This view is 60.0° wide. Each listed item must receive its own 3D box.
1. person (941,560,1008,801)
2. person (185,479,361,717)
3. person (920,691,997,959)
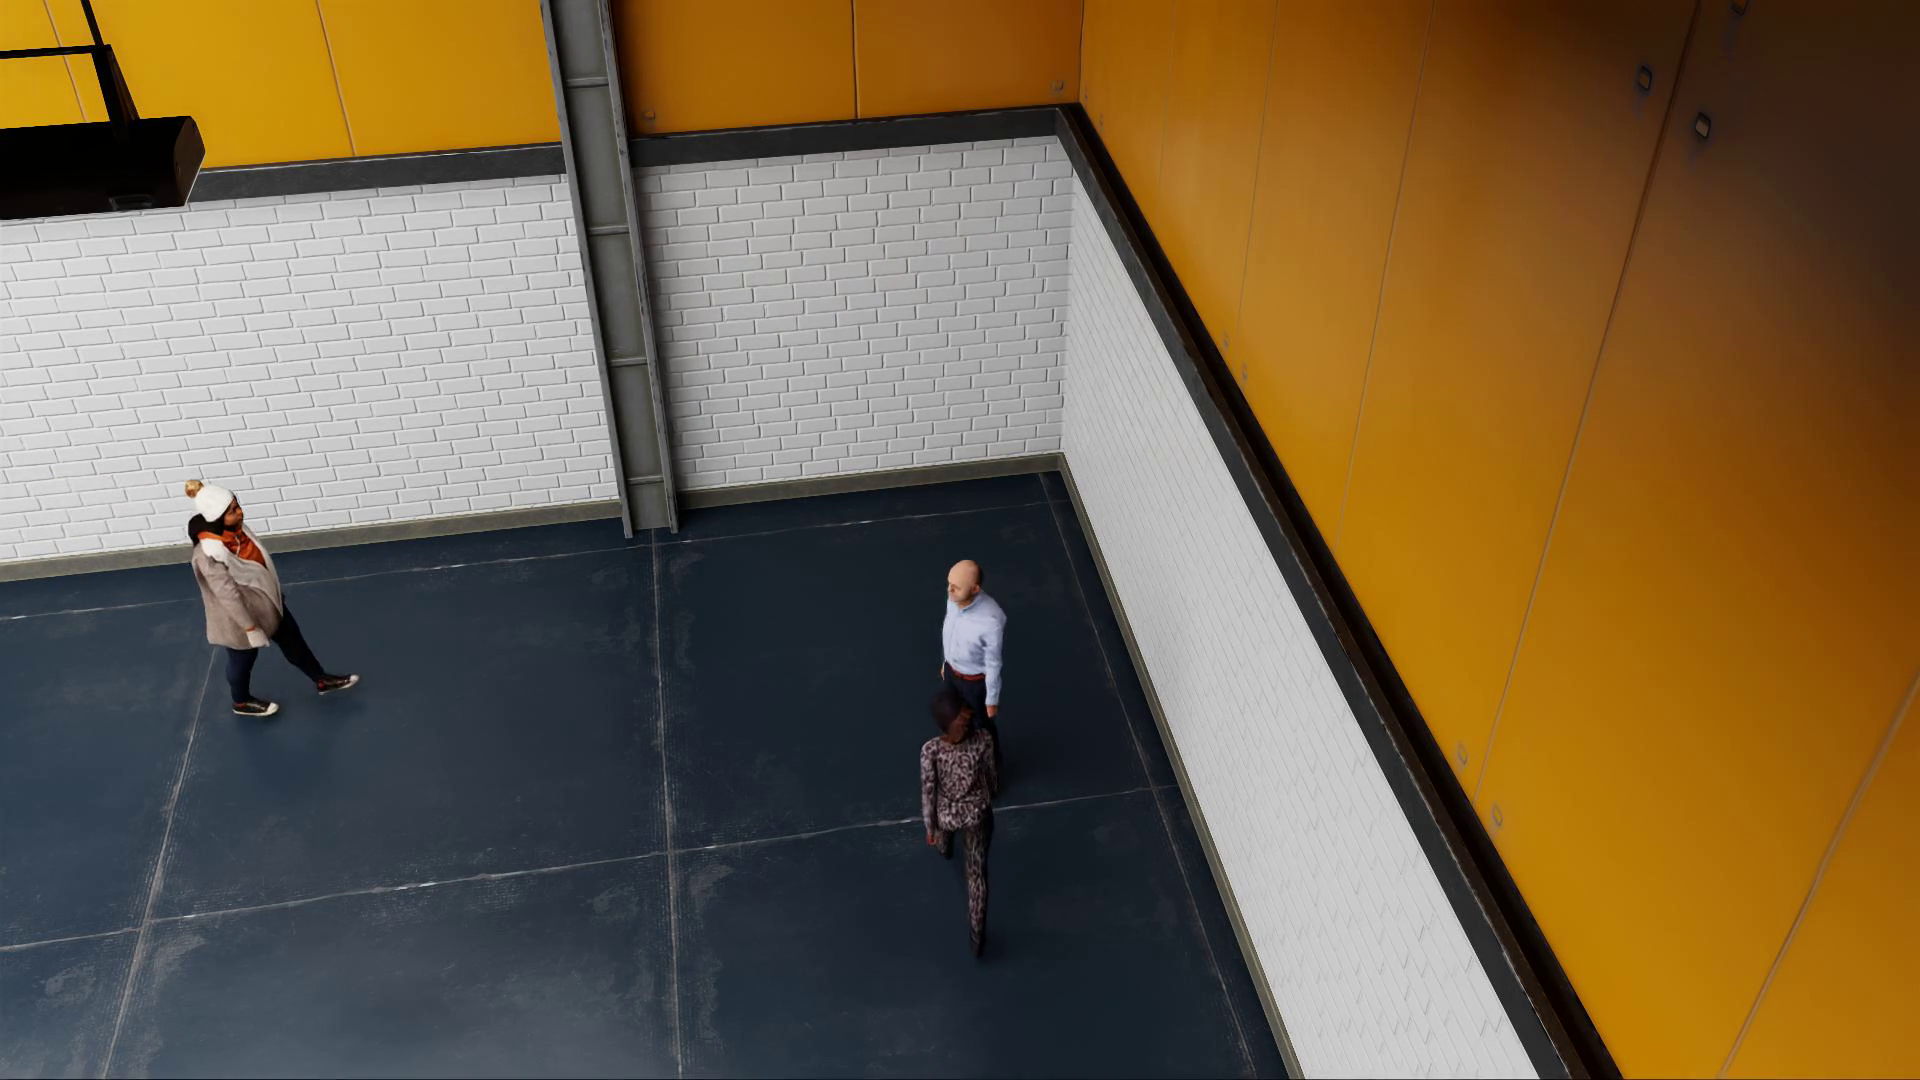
[{"bbox_3d":[0.078,0.814,9.892,0.763,1.786,0.787,31,48,33],"label":"person"},{"bbox_3d":[-4.564,0.395,10.360,1.065,1.858,0.782,-2,39,-2],"label":"person"},{"bbox_3d":[0.021,1.572,9.047,1.092,1.656,0.656,-5,39,-6],"label":"person"}]
